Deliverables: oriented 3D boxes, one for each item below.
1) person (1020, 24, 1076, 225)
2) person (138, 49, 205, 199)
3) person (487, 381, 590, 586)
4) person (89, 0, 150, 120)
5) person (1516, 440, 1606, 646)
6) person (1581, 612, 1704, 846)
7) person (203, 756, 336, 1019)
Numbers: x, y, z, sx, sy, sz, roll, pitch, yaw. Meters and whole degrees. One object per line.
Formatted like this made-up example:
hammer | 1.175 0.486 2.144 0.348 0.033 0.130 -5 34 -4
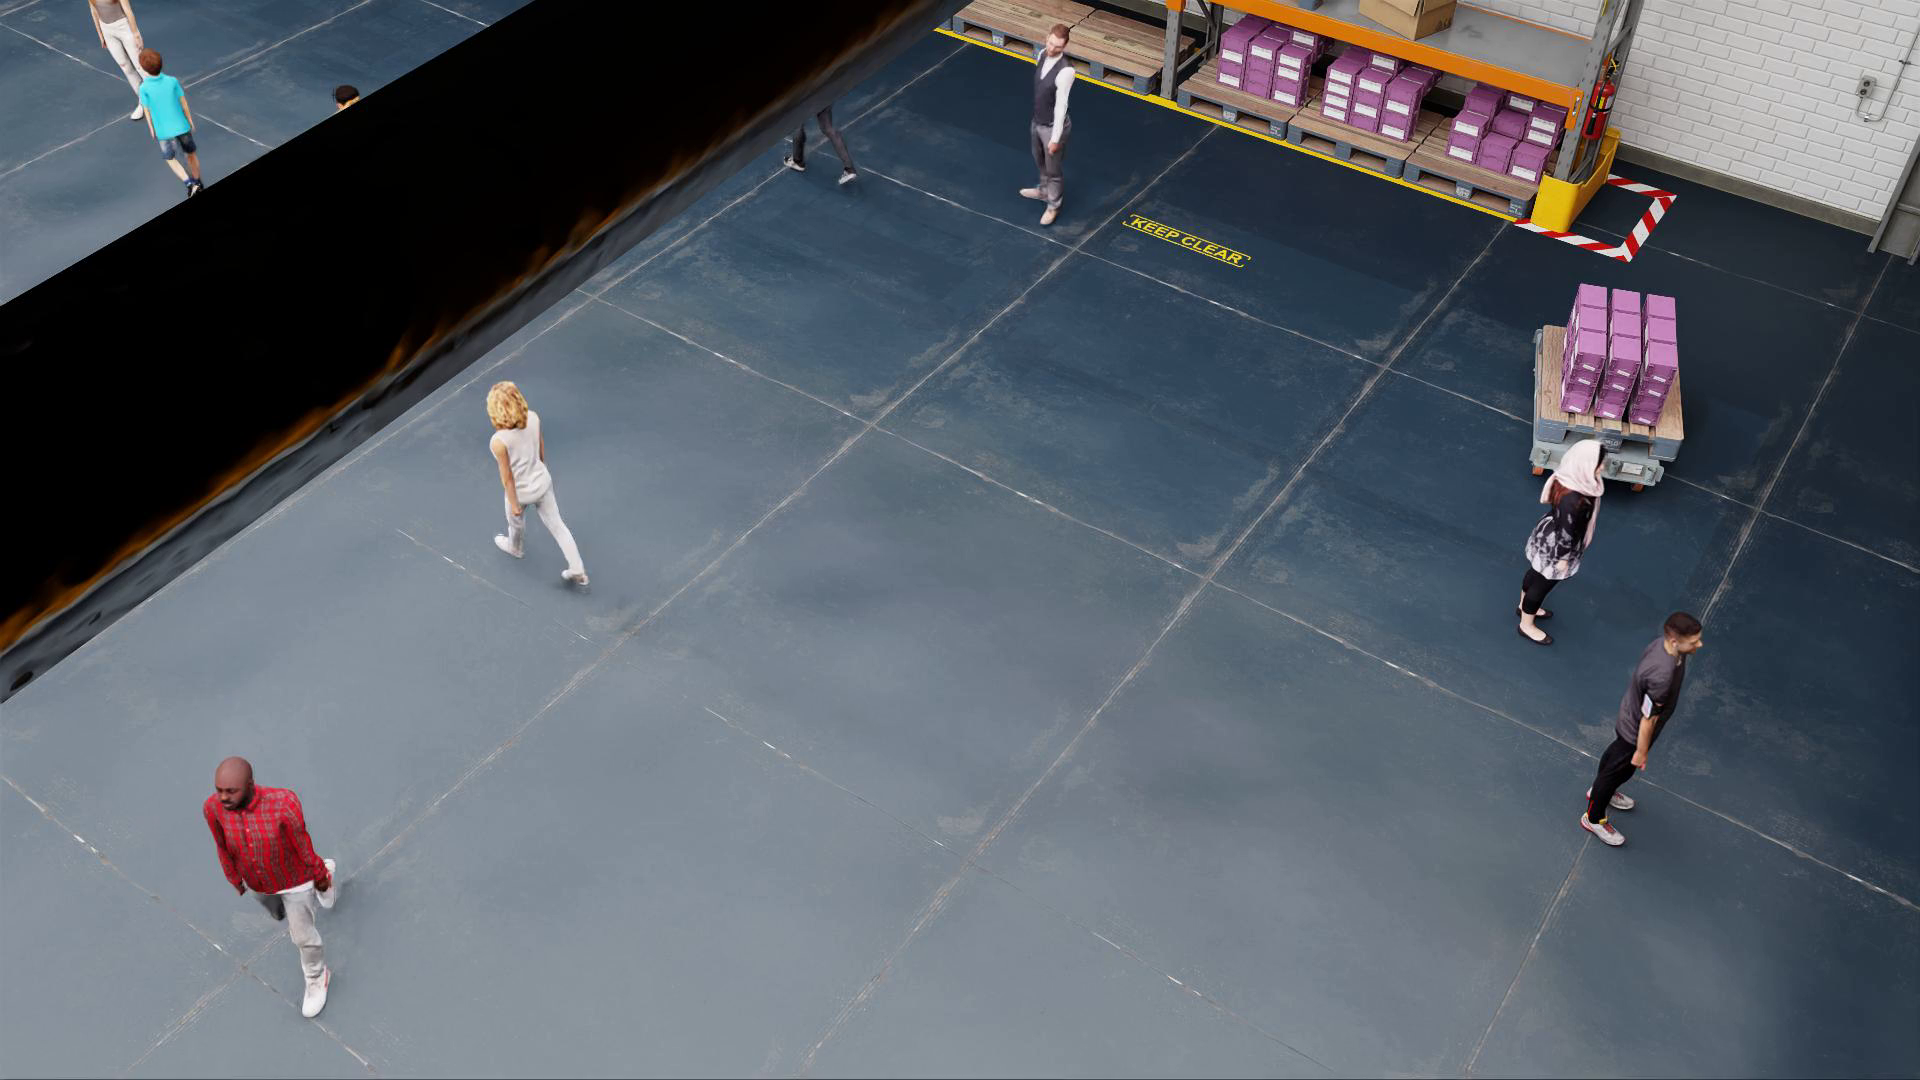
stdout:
person | 0.799 -3.673 14.597 0.965 1.908 0.777 -10 45 -10
person | -7.081 -3.708 14.973 0.636 1.440 0.792 -30 51 -27
person | -2.872 -0.339 11.302 1.078 1.625 0.601 26 49 24
person | -8.058 -4.870 15.993 0.599 1.716 0.724 7 44 7
person | 3.941 -0.013 10.954 0.724 1.632 0.710 11 45 12
person | 3.988 1.063 9.729 0.565 1.764 0.665 20 47 20
person | -3.674 1.726 9.009 1.147 1.798 1.108 1 44 1
